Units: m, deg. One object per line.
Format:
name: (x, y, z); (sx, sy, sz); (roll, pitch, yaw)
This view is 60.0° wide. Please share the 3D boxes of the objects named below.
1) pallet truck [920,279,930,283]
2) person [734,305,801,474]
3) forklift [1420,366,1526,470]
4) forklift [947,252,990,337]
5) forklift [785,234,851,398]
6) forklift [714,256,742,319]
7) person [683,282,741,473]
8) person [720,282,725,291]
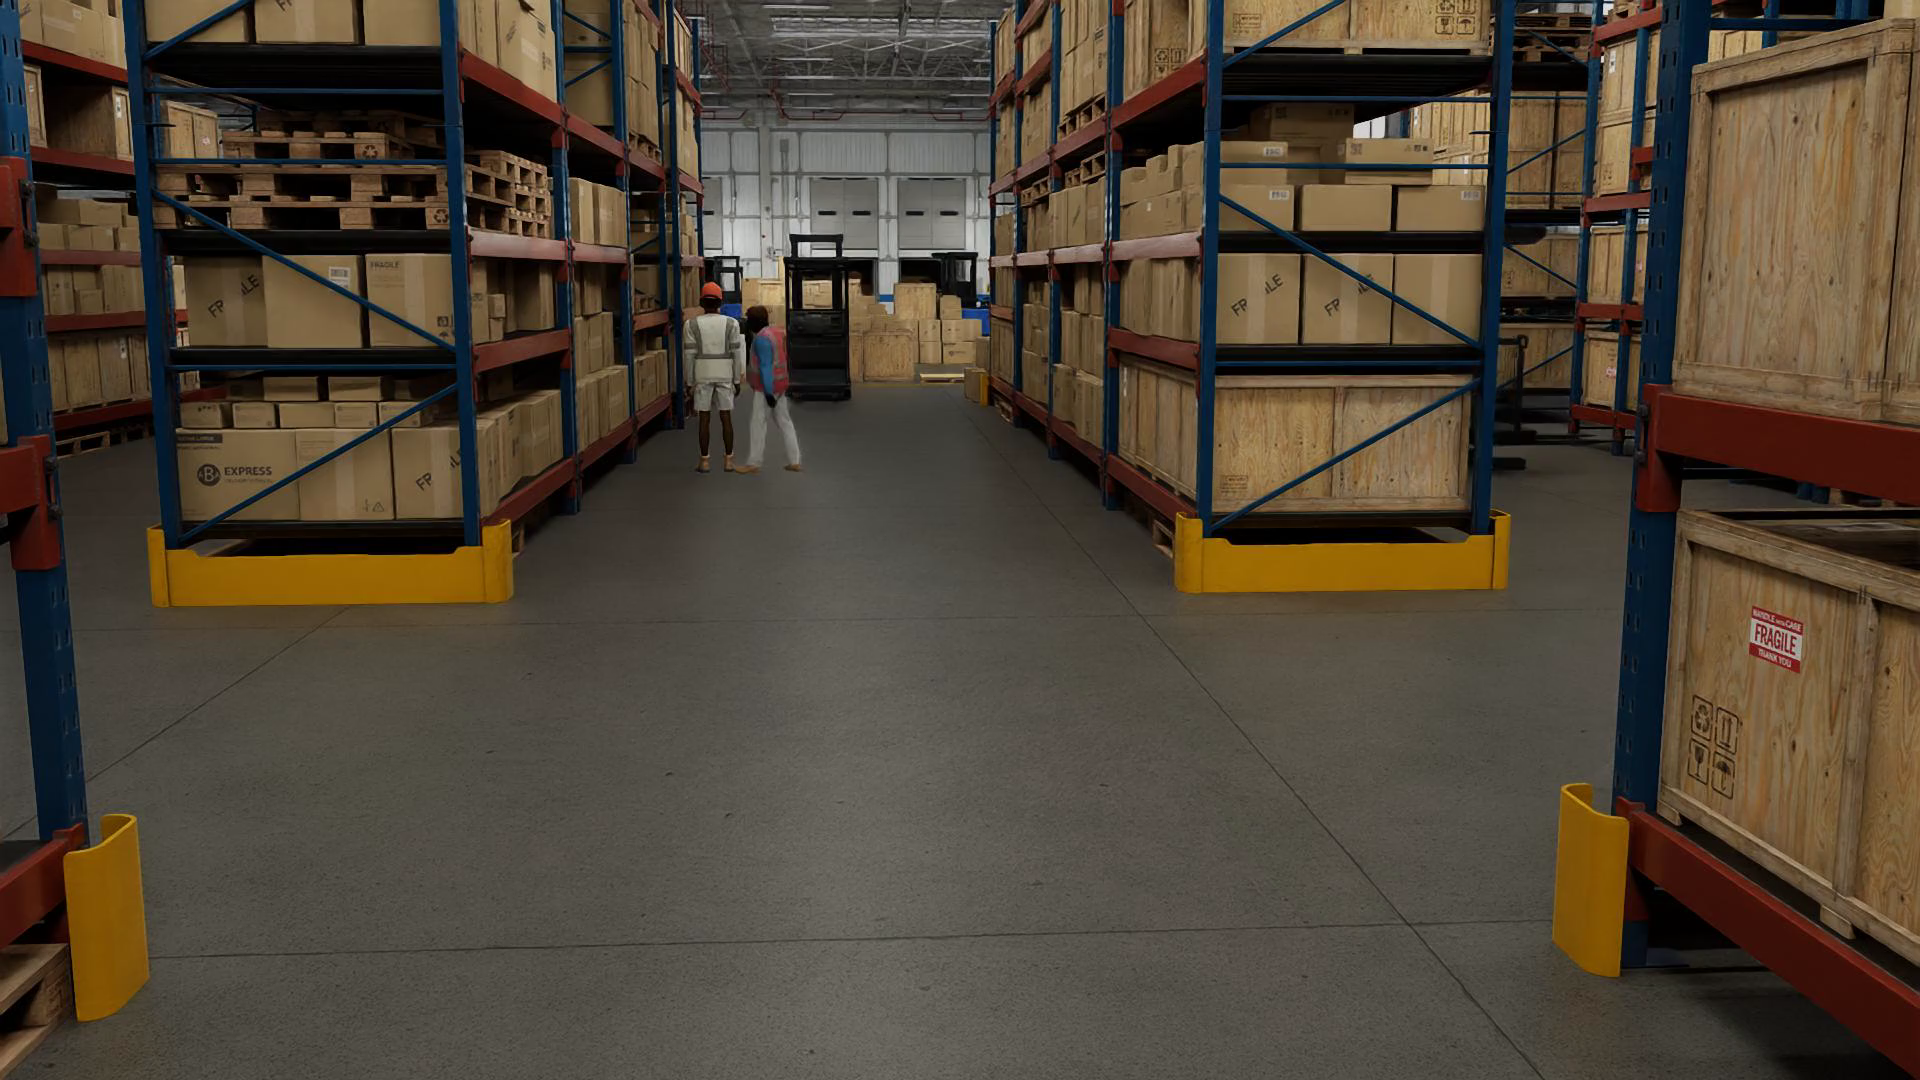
pallet truck: (-0.932, -8.922, 63.114); (1.885, 1.965, 0.823); (2, 9, 13)
person: (-2.042, -1.600, 17.814); (0.680, 1.806, 0.654); (1, 9, 8)
forklift: (5.081, -2.185, 18.052); (1.873, 2.768, 1.129); (-1, 9, -4)
forklift: (0.093, -7.478, 51.288); (1.129, 2.768, 1.873); (-5, 11, -30)
forklift: (-2.476, -3.918, 28.932); (1.129, 2.768, 1.873); (-1, 9, -4)
forklift: (-8.481, -8.973, 60.670); (1.129, 2.768, 1.873); (-1, 9, -4)
person: (-2.654, -1.735, 17.849); (0.607, 2.044, 0.377); (-2, 9, -15)
person: (-9.008, -8.712, 62.154); (0.573, 1.883, 0.359); (1, 9, 3)
